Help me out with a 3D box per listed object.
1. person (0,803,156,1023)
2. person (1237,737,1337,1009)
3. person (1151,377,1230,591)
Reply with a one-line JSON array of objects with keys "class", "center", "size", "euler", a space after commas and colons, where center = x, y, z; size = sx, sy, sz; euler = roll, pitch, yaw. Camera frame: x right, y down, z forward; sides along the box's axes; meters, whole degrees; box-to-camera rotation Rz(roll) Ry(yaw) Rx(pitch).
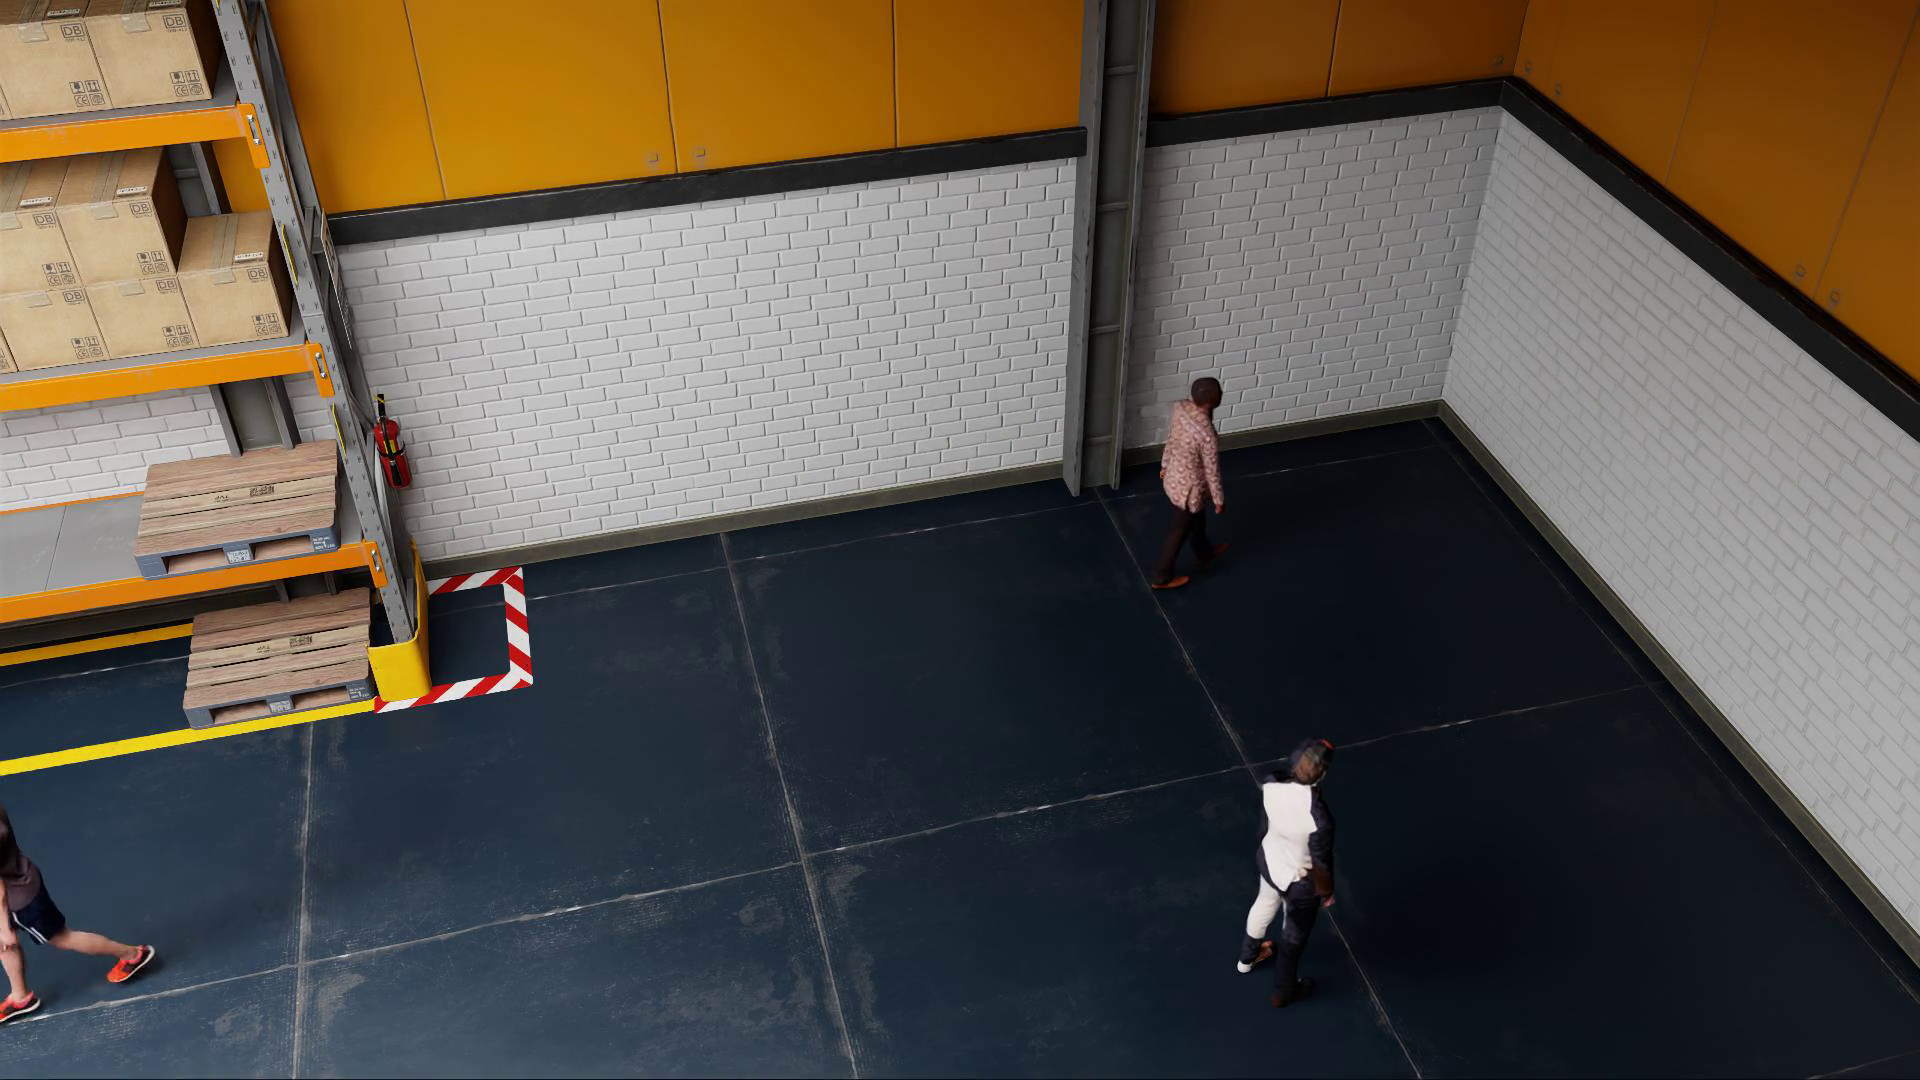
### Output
[{"class": "person", "center": [-5.024, 1.903, 9.041], "size": [1.244, 1.814, 0.886], "euler": [-20, 43, -23]}, {"class": "person", "center": [1.795, 1.809, 9.099], "size": [0.684, 1.889, 0.741], "euler": [-20, 43, -23]}, {"class": "person", "center": [1.564, -0.371, 11.916], "size": [0.986, 1.781, 0.775], "euler": [-13, 40, -16]}]
